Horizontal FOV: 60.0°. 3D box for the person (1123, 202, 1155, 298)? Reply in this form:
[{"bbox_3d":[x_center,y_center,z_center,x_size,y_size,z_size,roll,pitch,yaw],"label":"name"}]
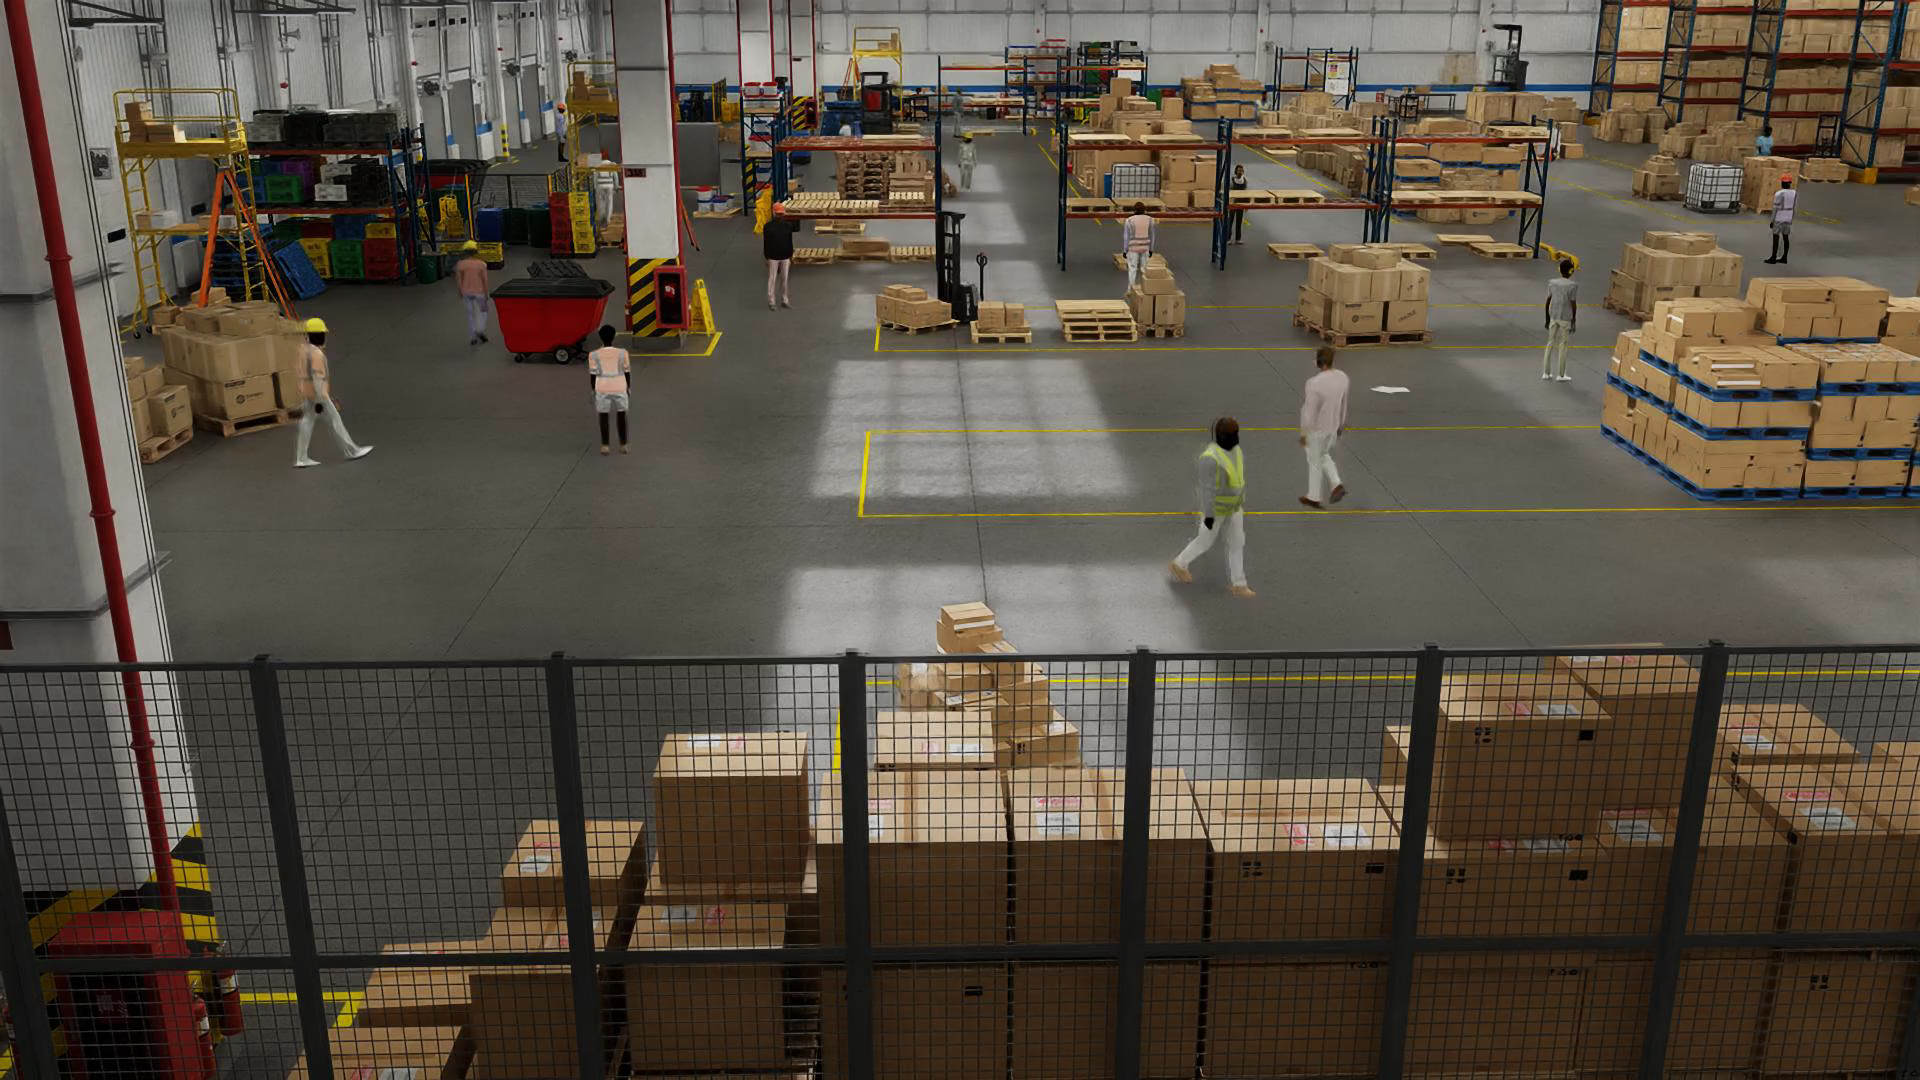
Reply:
[{"bbox_3d":[3.432,-5.593,32.064,0.633,1.843,0.429,-5,19,-14],"label":"person"}]

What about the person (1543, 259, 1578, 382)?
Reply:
[{"bbox_3d":[9.170,-3.348,25.372,0.329,1.865,0.508,-17,25,-42],"label":"person"}]

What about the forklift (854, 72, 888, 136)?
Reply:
[{"bbox_3d":[-3.003,-15.007,58.391,1.129,2.768,1.873,-6,20,-18],"label":"forklift"}]

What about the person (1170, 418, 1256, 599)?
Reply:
[{"bbox_3d":[2.551,-0.352,16.573,0.906,1.813,0.627,17,25,42],"label":"person"}]

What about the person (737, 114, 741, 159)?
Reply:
[{"bbox_3d":[-7.245,-13.645,56.329,0.825,1.596,0.533,-4,19,-10],"label":"person"}]

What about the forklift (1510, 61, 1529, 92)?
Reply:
[{"bbox_3d":[22.131,-17.597,66.073,1.873,2.768,1.129,-1,19,-2],"label":"forklift"}]

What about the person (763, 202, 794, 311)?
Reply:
[{"bbox_3d":[-3.345,-5.255,30.822,0.613,1.995,0.390,-12,22,-32],"label":"person"}]

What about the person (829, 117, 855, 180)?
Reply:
[{"bbox_3d":[-3.615,-11.982,50.931,0.911,1.903,0.655,8,20,22],"label":"person"}]

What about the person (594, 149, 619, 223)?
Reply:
[{"bbox_3d":[-8.881,-8.889,41.831,0.601,1.841,0.895,-2,19,-7],"label":"person"}]

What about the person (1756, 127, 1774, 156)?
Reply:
[{"bbox_3d":[24.386,-11.681,50.412,0.536,1.649,0.858,-2,19,-6],"label":"person"}]

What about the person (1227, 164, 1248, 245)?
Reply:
[{"bbox_3d":[6.405,-7.757,38.477,0.514,1.844,0.327,-5,19,-14],"label":"person"}]

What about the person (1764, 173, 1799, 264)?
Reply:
[{"bbox_3d":[17.749,-6.938,35.931,0.542,1.928,0.399,-4,19,-13],"label":"person"}]

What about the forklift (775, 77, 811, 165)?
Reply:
[{"bbox_3d":[-5.920,-13.893,55.085,1.873,2.768,1.129,-1,19,-1],"label":"forklift"}]

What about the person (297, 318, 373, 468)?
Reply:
[{"bbox_3d":[-8.013,-1.867,20.948,0.974,1.874,0.607,-16,24,-39],"label":"person"}]

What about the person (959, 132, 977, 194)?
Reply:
[{"bbox_3d":[0.244,-10.820,47.725,0.513,1.725,0.546,-4,19,-12],"label":"person"}]

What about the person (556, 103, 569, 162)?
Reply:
[{"bbox_3d":[-13.421,-13.753,56.142,0.394,1.930,0.545,-11,21,-29],"label":"person"}]

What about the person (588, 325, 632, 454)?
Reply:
[{"bbox_3d":[-4.505,-1.927,21.432,0.575,1.690,0.353,-5,19,-15],"label":"person"}]

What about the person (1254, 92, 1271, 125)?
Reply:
[{"bbox_3d":[11.434,-15.996,62.883,0.593,1.878,0.980,3,19,10],"label":"person"}]

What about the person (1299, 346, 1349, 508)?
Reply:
[{"bbox_3d":[4.189,-1.281,19.139,0.649,1.926,0.505,-14,23,-35],"label":"person"}]

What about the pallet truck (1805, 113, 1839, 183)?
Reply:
[{"bbox_3d":[26.403,-11.957,50.702,0.823,1.965,1.885,6,19,16],"label":"pallet truck"}]

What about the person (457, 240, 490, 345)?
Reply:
[{"bbox_3d":[-8.166,-4.159,27.958,0.531,1.753,0.410,0,19,-1],"label":"person"}]

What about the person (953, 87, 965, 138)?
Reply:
[{"bbox_3d":[-0.058,-16.567,64.469,0.352,1.937,0.635,-10,21,-26],"label":"person"}]

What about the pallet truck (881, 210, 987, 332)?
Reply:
[{"bbox_3d":[-0.493,-4.759,29.349,1.885,1.965,0.823,-13,23,-34],"label":"pallet truck"}]

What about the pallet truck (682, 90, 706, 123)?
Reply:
[{"bbox_3d":[-9.671,-15.907,62.421,0.823,1.965,1.885,5,19,15],"label":"pallet truck"}]
